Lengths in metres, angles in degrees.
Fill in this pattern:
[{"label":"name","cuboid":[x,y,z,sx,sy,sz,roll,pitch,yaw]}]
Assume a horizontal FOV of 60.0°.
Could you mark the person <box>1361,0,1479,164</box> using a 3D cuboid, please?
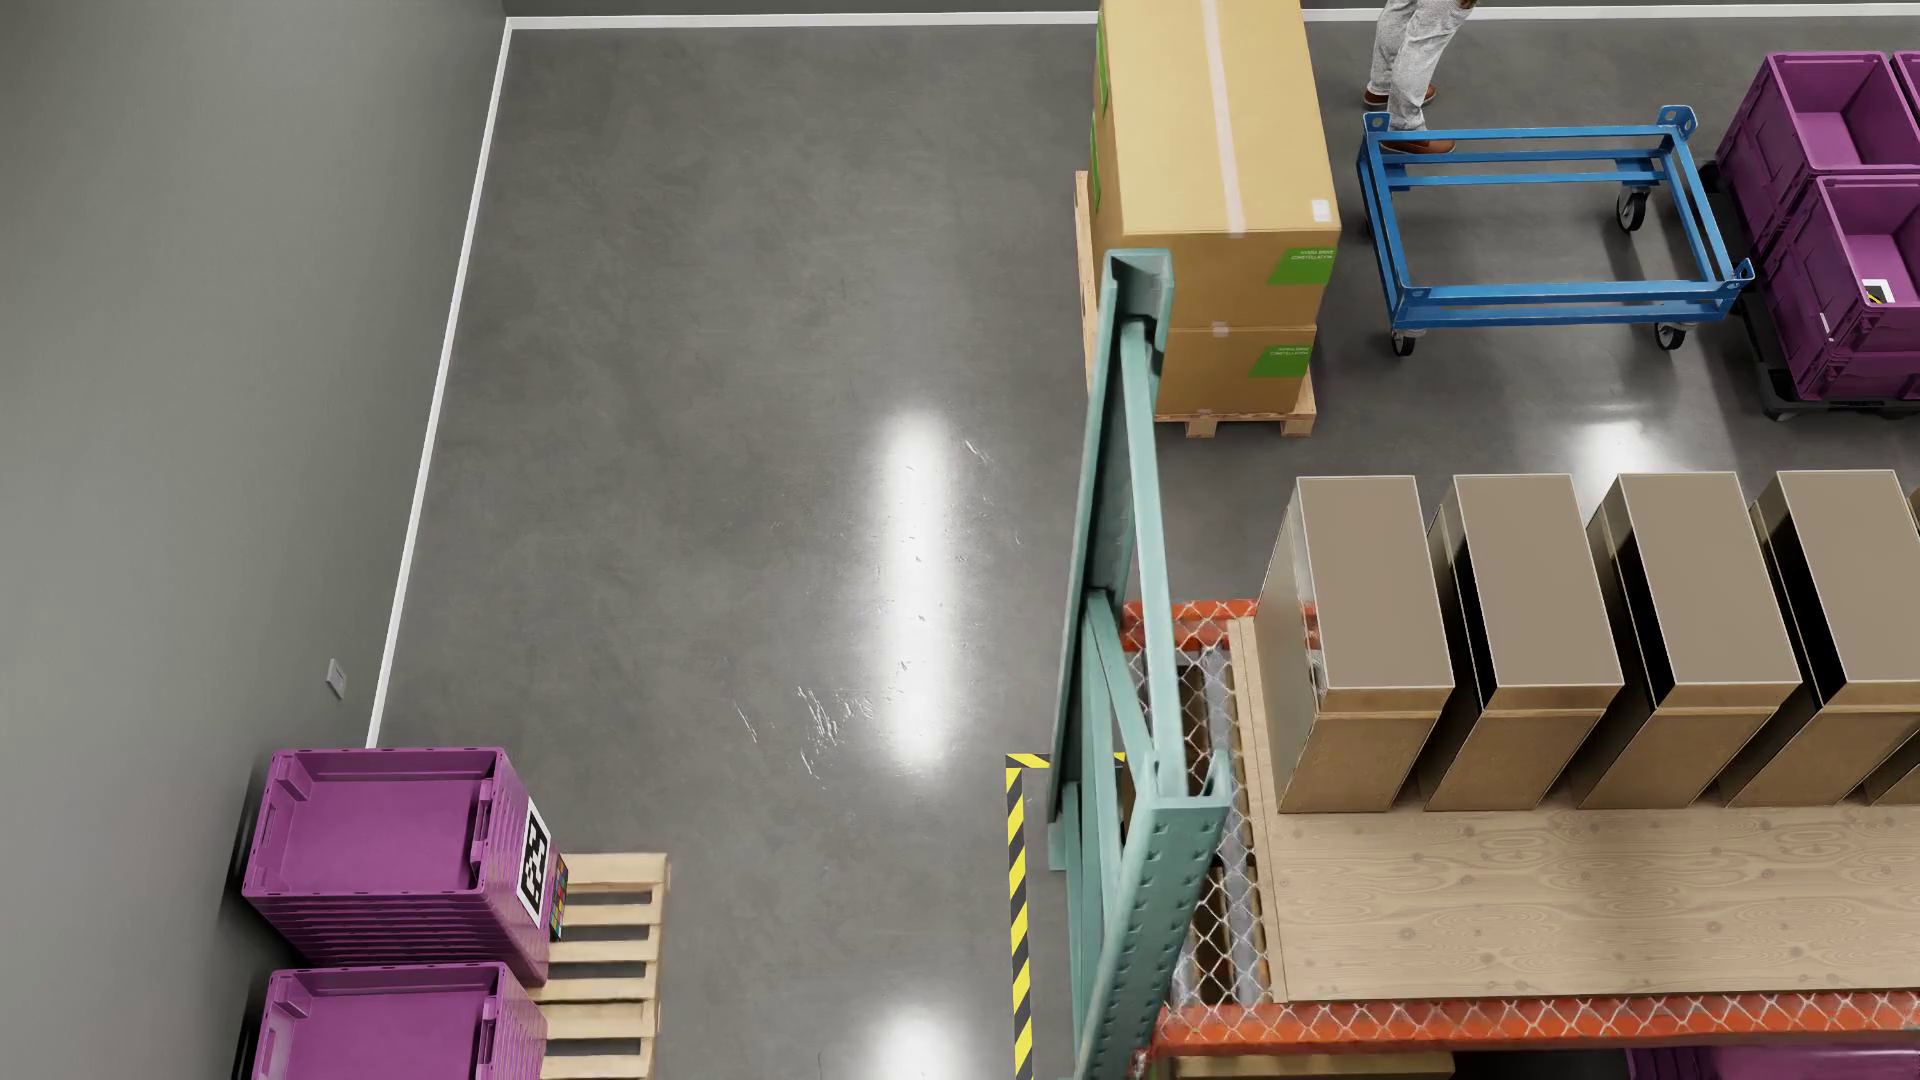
[{"label":"person","cuboid":[1.820,-2.243,6.078,0.373,1.940,0.628,-3,58,-2]}]
